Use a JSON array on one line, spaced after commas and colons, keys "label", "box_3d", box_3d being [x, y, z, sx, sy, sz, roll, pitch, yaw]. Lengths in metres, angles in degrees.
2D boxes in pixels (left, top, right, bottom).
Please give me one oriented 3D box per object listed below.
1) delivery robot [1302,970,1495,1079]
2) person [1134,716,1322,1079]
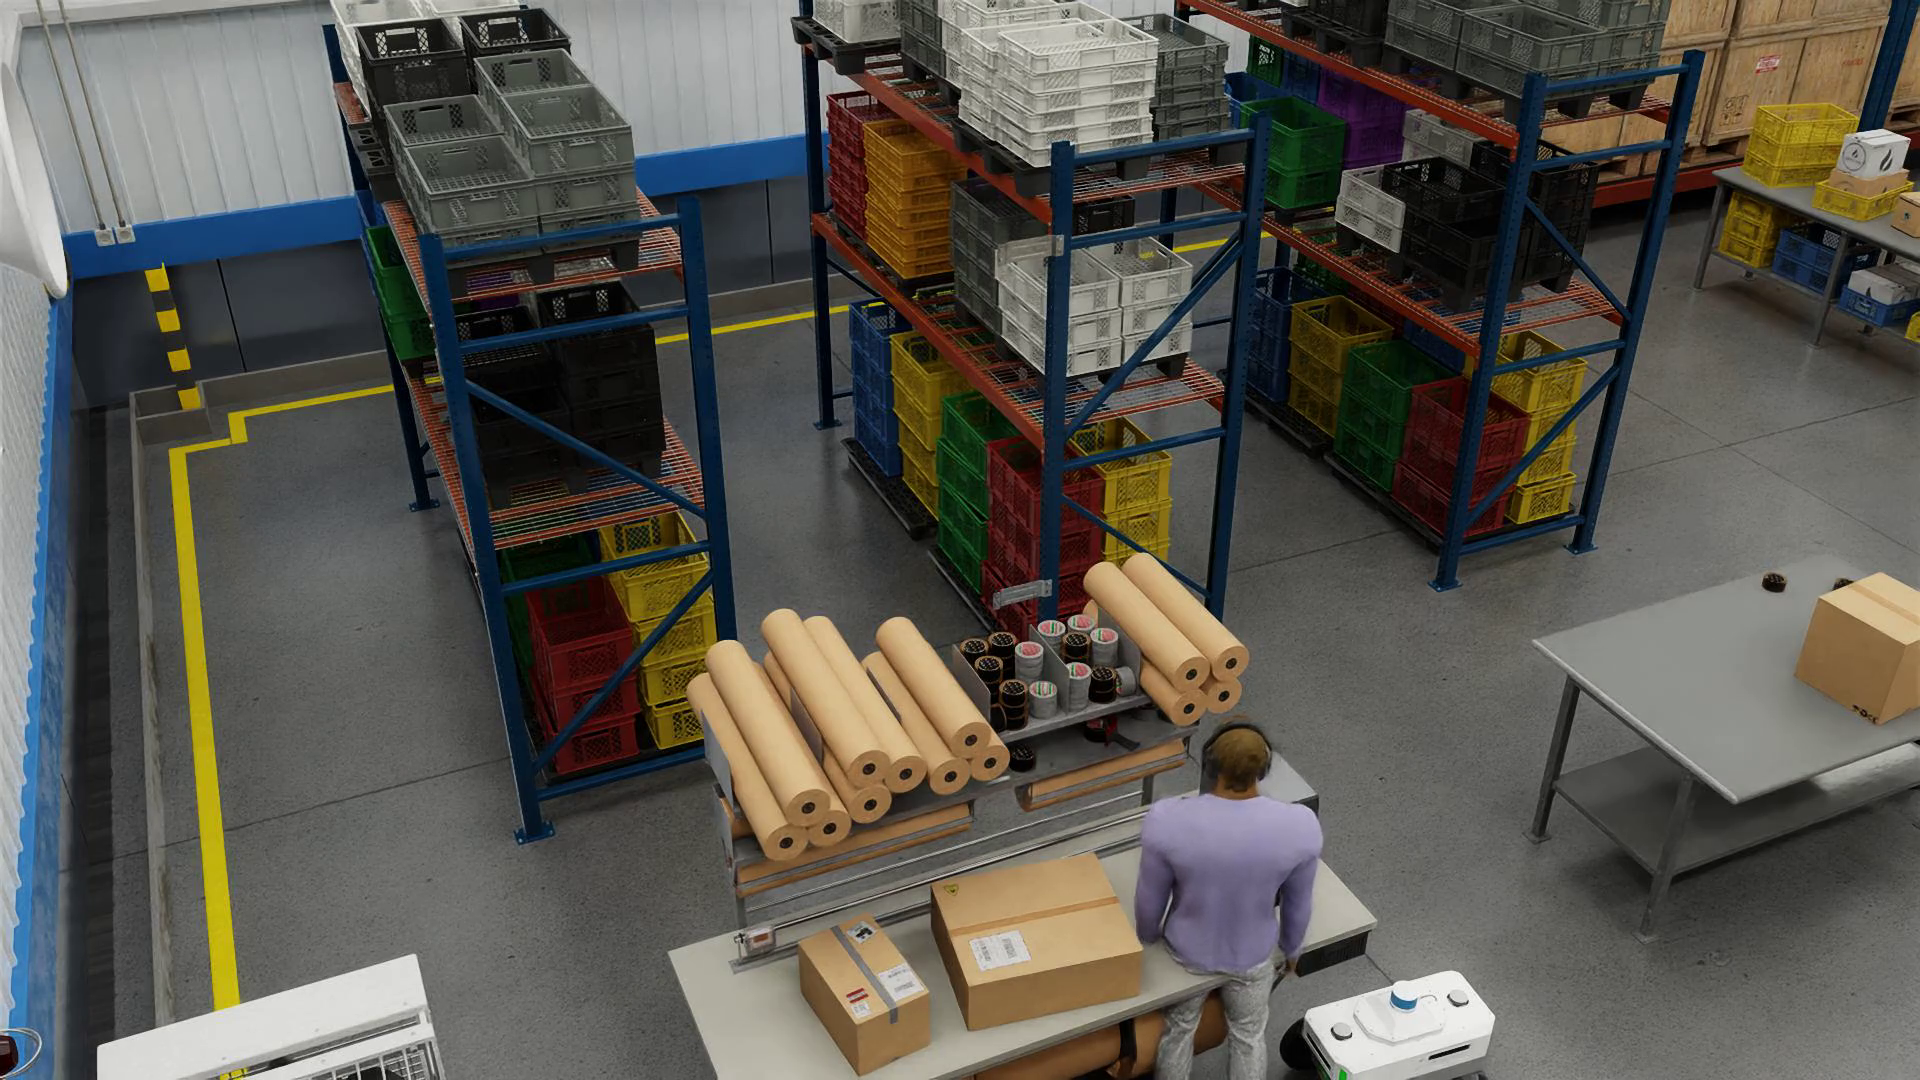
[{"label": "delivery robot", "box_3d": [1.702, 1.921, 6.470, 0.707, 0.478, 0.477, -10, 33, -16]}, {"label": "person", "box_3d": [0.935, 1.453, 6.018, 0.629, 1.931, 0.369, 2, 32, 3]}]
